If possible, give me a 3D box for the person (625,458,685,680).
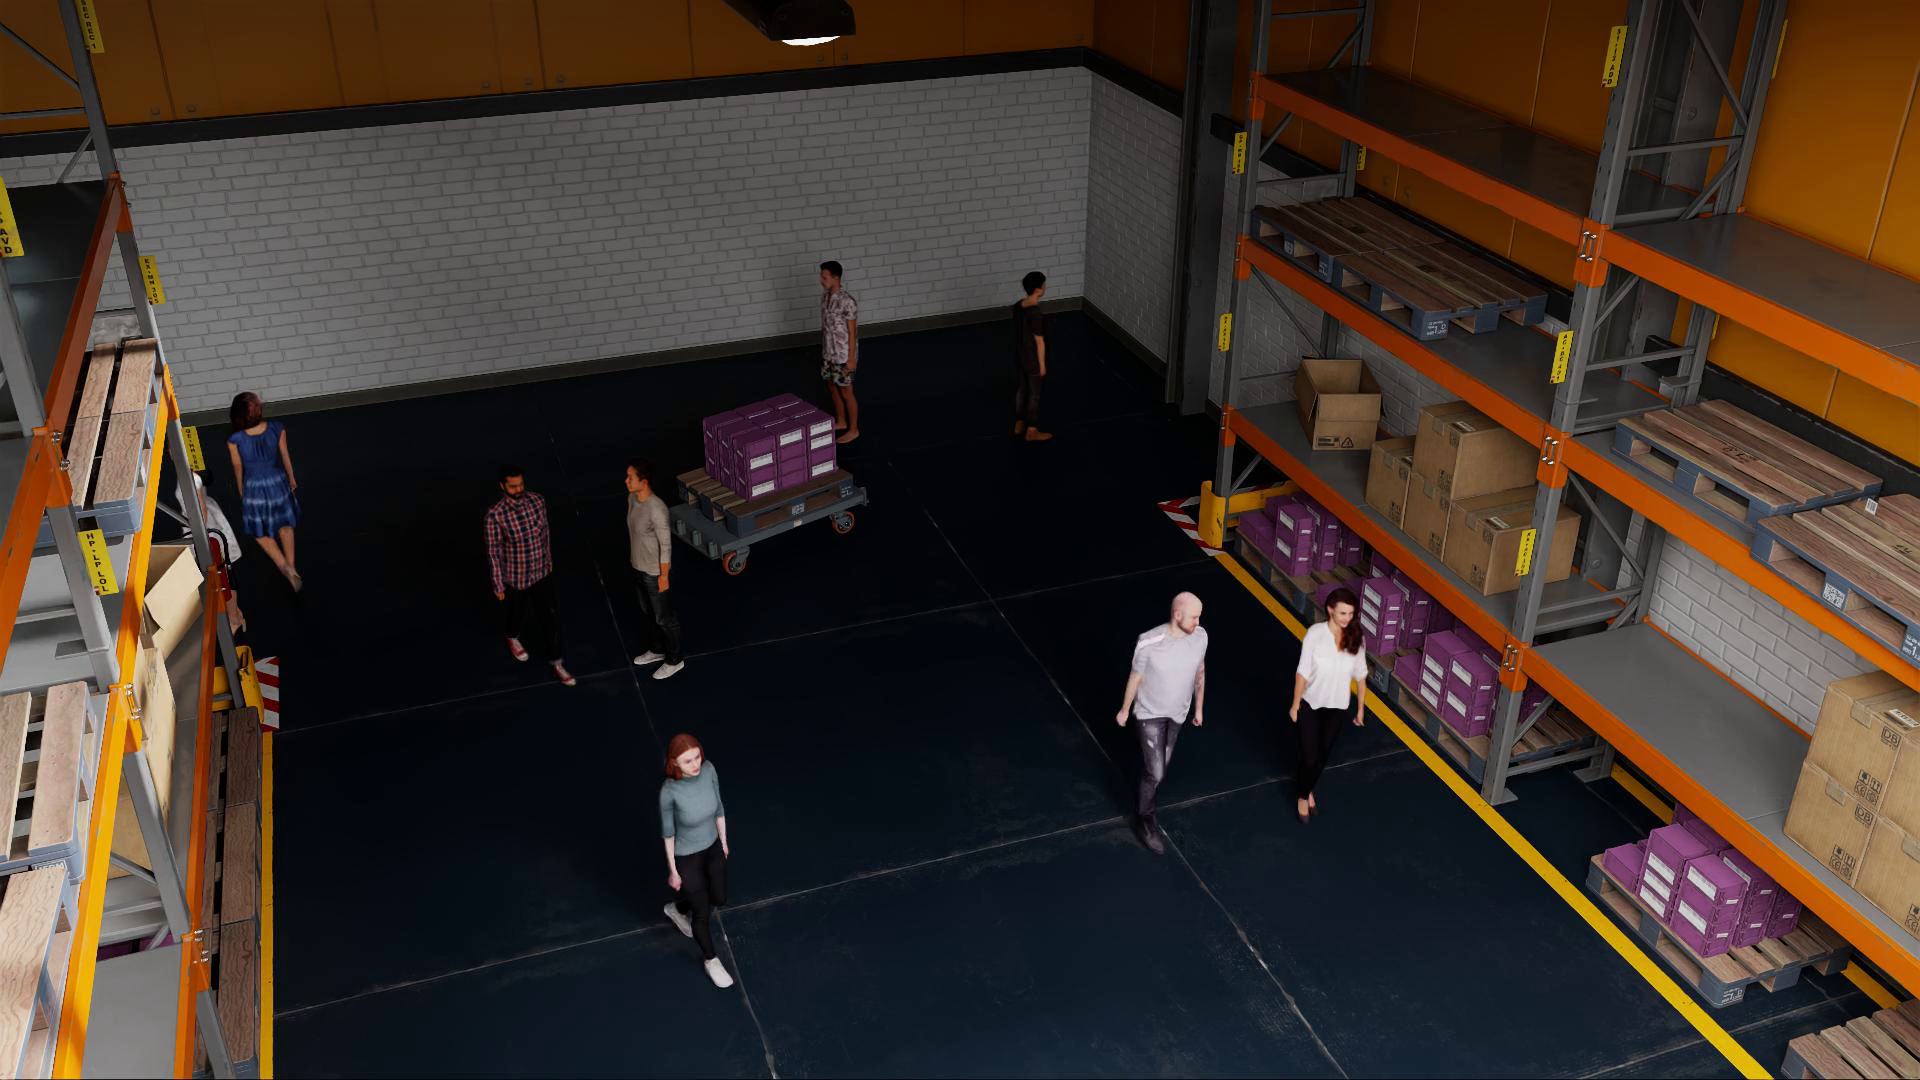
[{"bbox_3d":[-2.305,0.194,12.505,0.783,1.811,0.594,-21,35,-33],"label":"person"}]

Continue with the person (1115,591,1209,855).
[{"bbox_3d":[1.290,1.086,10.877,0.735,1.803,0.785,-9,30,-16],"label":"person"}]

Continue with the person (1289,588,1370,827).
[{"bbox_3d":[2.352,1.053,10.964,0.658,1.779,0.660,-6,29,-11],"label":"person"}]

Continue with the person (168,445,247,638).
[{"bbox_3d":[-5.879,-0.045,12.982,0.694,1.774,0.557,-10,30,-17],"label":"person"}]

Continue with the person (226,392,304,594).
[{"bbox_3d":[-5.579,-0.324,13.481,0.886,1.786,1.037,-24,37,-37],"label":"person"}]

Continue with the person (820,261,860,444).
[{"bbox_3d":[-1.162,-1.863,16.278,0.807,1.809,0.638,-21,35,-33],"label":"person"}]

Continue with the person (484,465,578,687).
[{"bbox_3d":[-3.317,0.216,12.538,0.969,1.740,1.237,-22,36,-35],"label":"person"}]

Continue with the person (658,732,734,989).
[{"bbox_3d":[-1.570,1.805,9.637,0.947,1.729,0.802,25,37,38],"label":"person"}]

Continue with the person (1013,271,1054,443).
[{"bbox_3d":[0.691,-1.806,16.272,0.704,1.715,0.513,-14,32,-24],"label":"person"}]
